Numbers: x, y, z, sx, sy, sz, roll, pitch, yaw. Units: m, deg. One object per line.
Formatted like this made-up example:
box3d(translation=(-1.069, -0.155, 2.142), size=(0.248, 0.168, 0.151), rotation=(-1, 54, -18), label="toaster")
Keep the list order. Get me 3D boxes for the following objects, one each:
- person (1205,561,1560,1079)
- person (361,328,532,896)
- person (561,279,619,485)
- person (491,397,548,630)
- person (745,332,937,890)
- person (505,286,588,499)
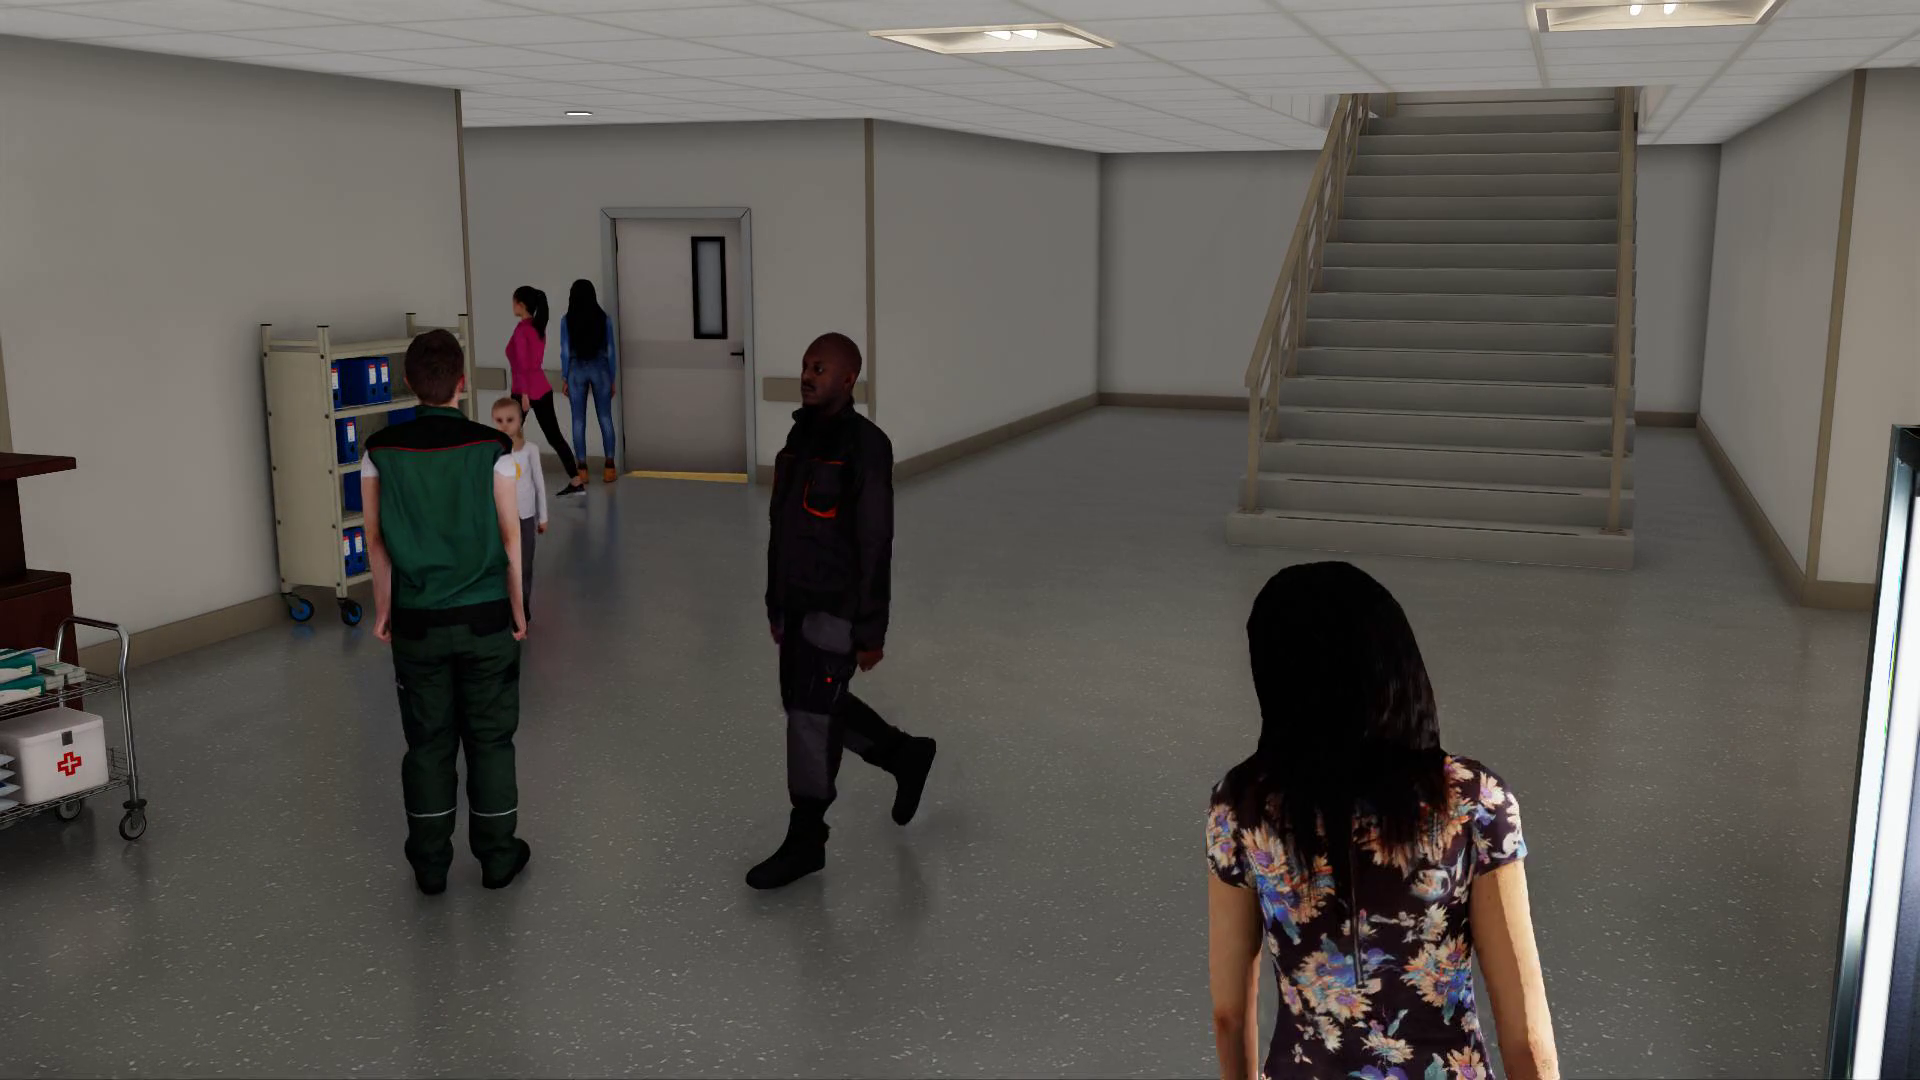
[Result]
box3d(translation=(0.558, 0.922, 2.207), size=(0.741, 1.680, 1.104), rotation=(4, 12, 22), label="person")
box3d(translation=(-1.645, 0.236, 5.386), size=(0.740, 1.844, 0.755), rotation=(-1, 11, -7), label="person")
box3d(translation=(-3.132, -1.342, 14.056), size=(0.679, 1.712, 0.694), rotation=(-3, 11, -13), label="person")
box3d(translation=(-2.369, -0.121, 8.846), size=(0.710, 1.254, 0.932), rotation=(0, 11, -3), label="person")
box3d(translation=(-0.385, 0.212, 5.620), size=(1.223, 1.803, 1.052), rotation=(-9, 14, -39), label="person")
box3d(translation=(-3.227, -1.087, 12.865), size=(0.742, 1.653, 1.097), rotation=(3, 11, 13), label="person")
